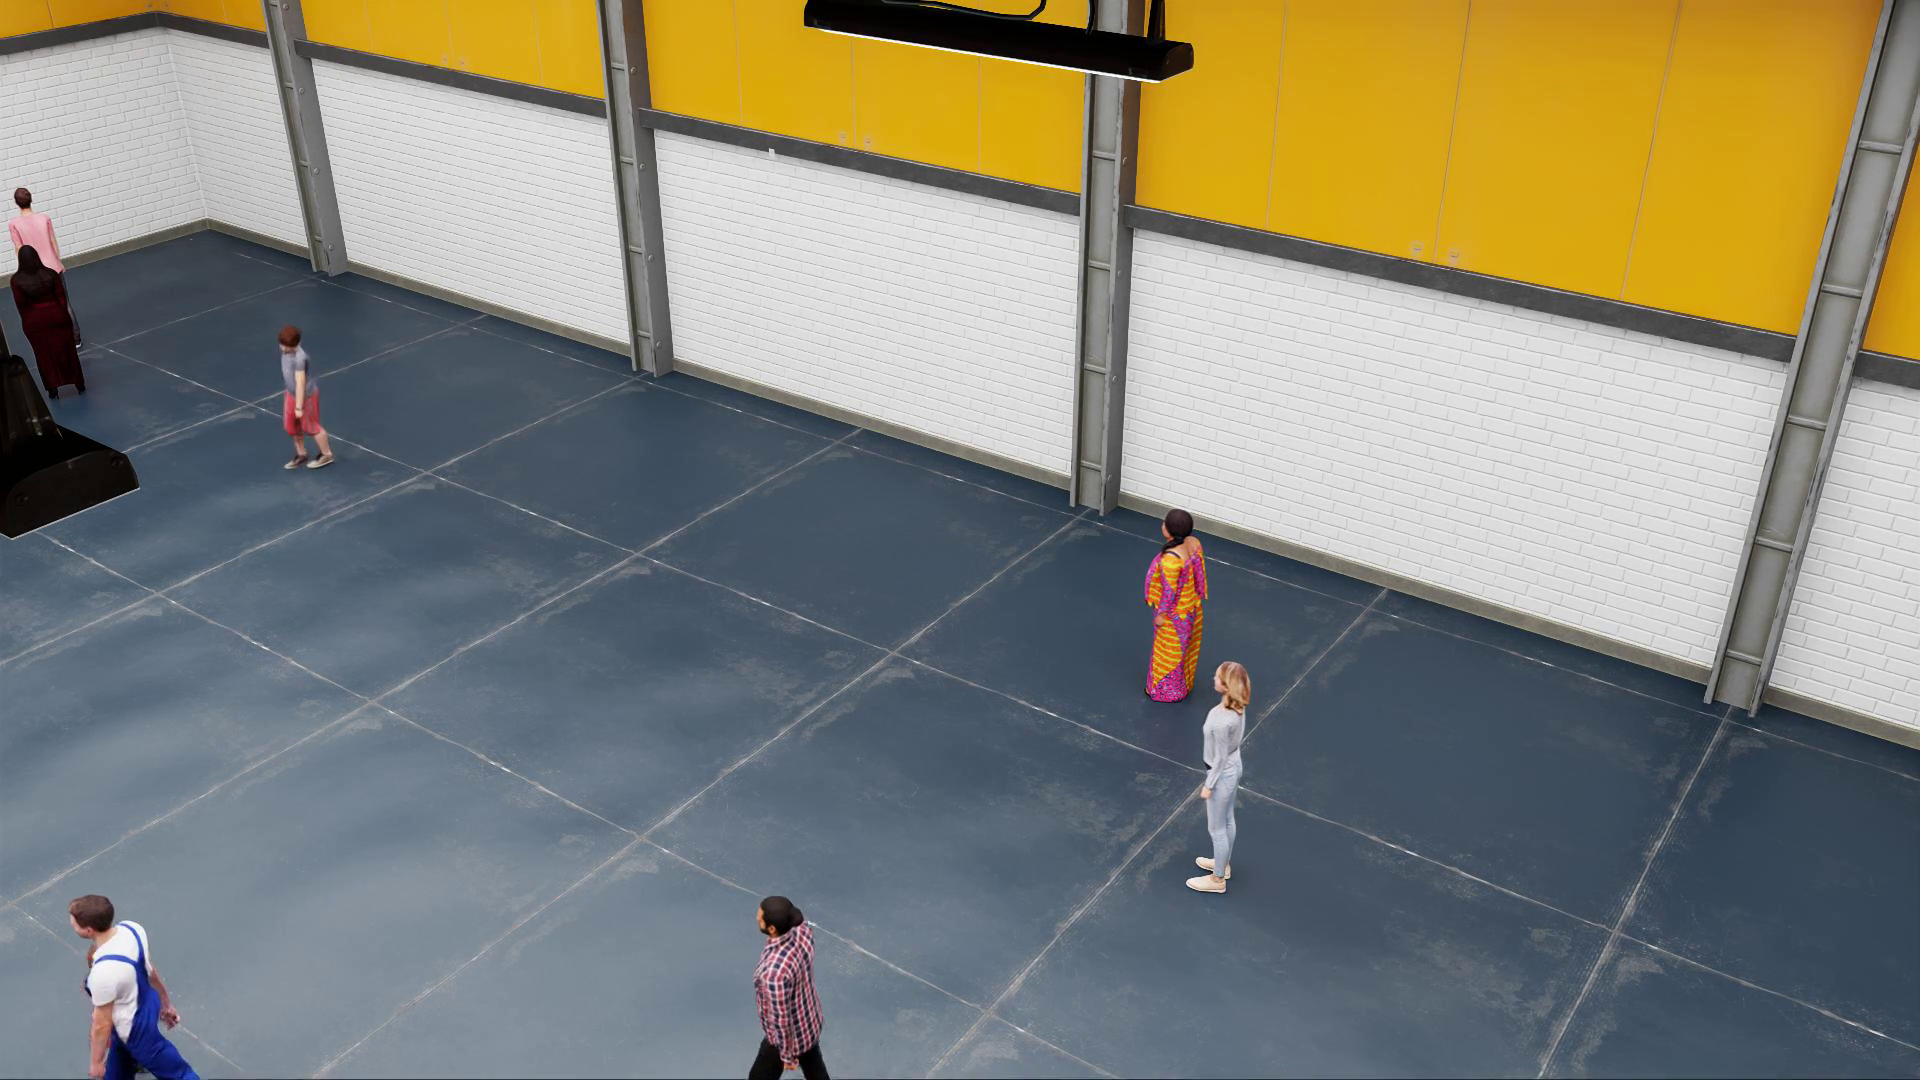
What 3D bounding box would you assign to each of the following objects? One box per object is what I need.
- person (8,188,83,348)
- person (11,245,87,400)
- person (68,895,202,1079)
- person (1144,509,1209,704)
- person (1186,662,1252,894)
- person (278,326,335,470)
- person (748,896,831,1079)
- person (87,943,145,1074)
[{"bbox_3d":[-10.801,-3.179,19.581,0.676,1.957,0.599,-25,37,-37],"label":"person"},{"bbox_3d":[-10.094,-2.415,18.389,0.732,1.758,0.709,-19,34,-31],"label":"person"},{"bbox_3d":[-4.352,2.662,9.030,1.266,1.807,1.124,-2,29,-3],"label":"person"},{"bbox_3d":[1.684,0.481,13.154,0.647,1.687,0.638,17,33,28],"label":"person"},{"bbox_3d":[1.746,1.567,11.048,0.578,1.796,0.628,12,31,21],"label":"person"},{"bbox_3d":[-6.600,-1.450,16.779,0.775,1.604,0.699,-18,33,-30],"label":"person"},{"bbox_3d":[-0.859,2.662,9.098,1.060,1.742,0.866,9,30,17],"label":"person"},{"bbox_3d":[-4.916,2.766,9.671,0.639,1.011,0.645,2,29,5],"label":"person"}]
